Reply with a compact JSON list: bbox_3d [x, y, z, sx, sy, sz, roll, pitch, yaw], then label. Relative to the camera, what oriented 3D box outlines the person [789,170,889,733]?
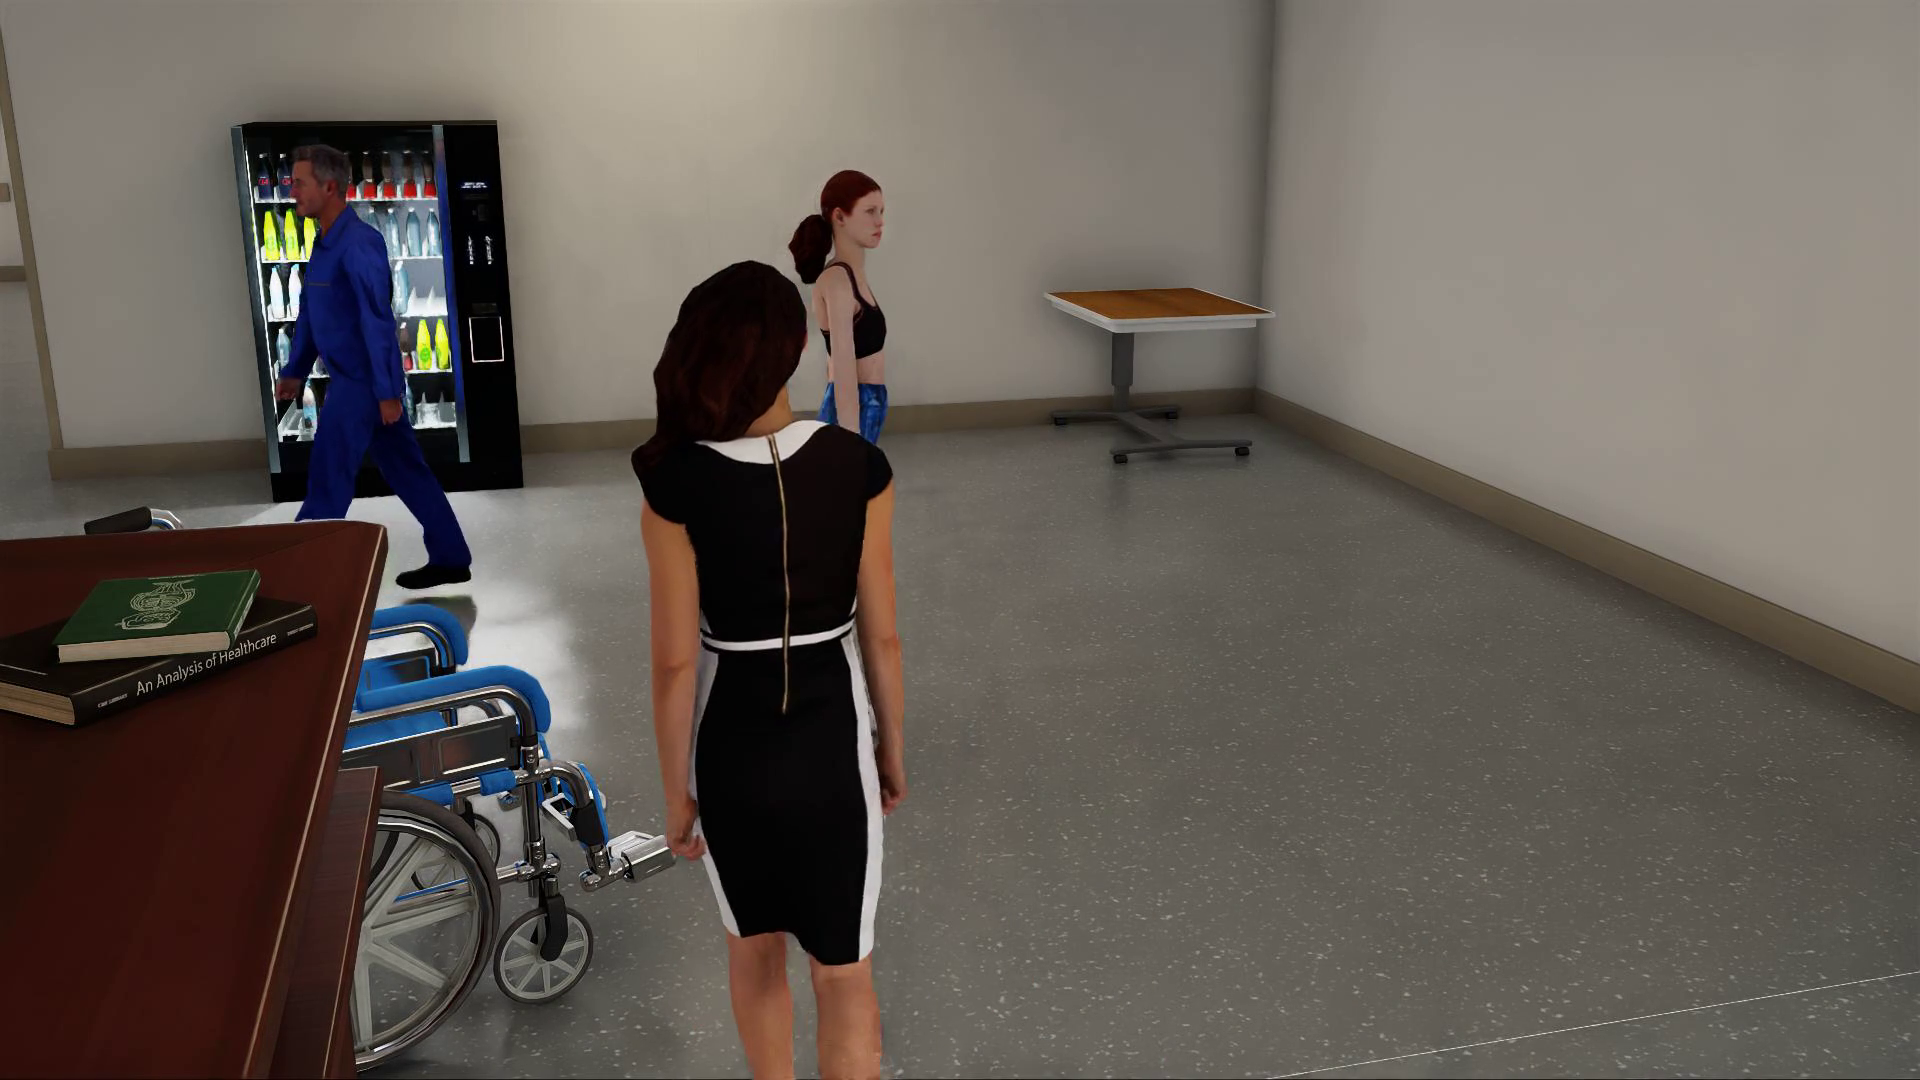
[{"bbox_3d":[-0.353,-0.280,5.368,0.614,1.784,0.621,-1,16,-2],"label":"person"}]

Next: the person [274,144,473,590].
[{"bbox_3d":[-2.243,-0.611,6.549,1.216,1.781,0.865,-7,17,-25],"label":"person"}]

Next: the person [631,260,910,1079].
[{"bbox_3d":[-0.273,0.462,2.764,0.967,1.771,0.683,-4,16,-13],"label":"person"}]
